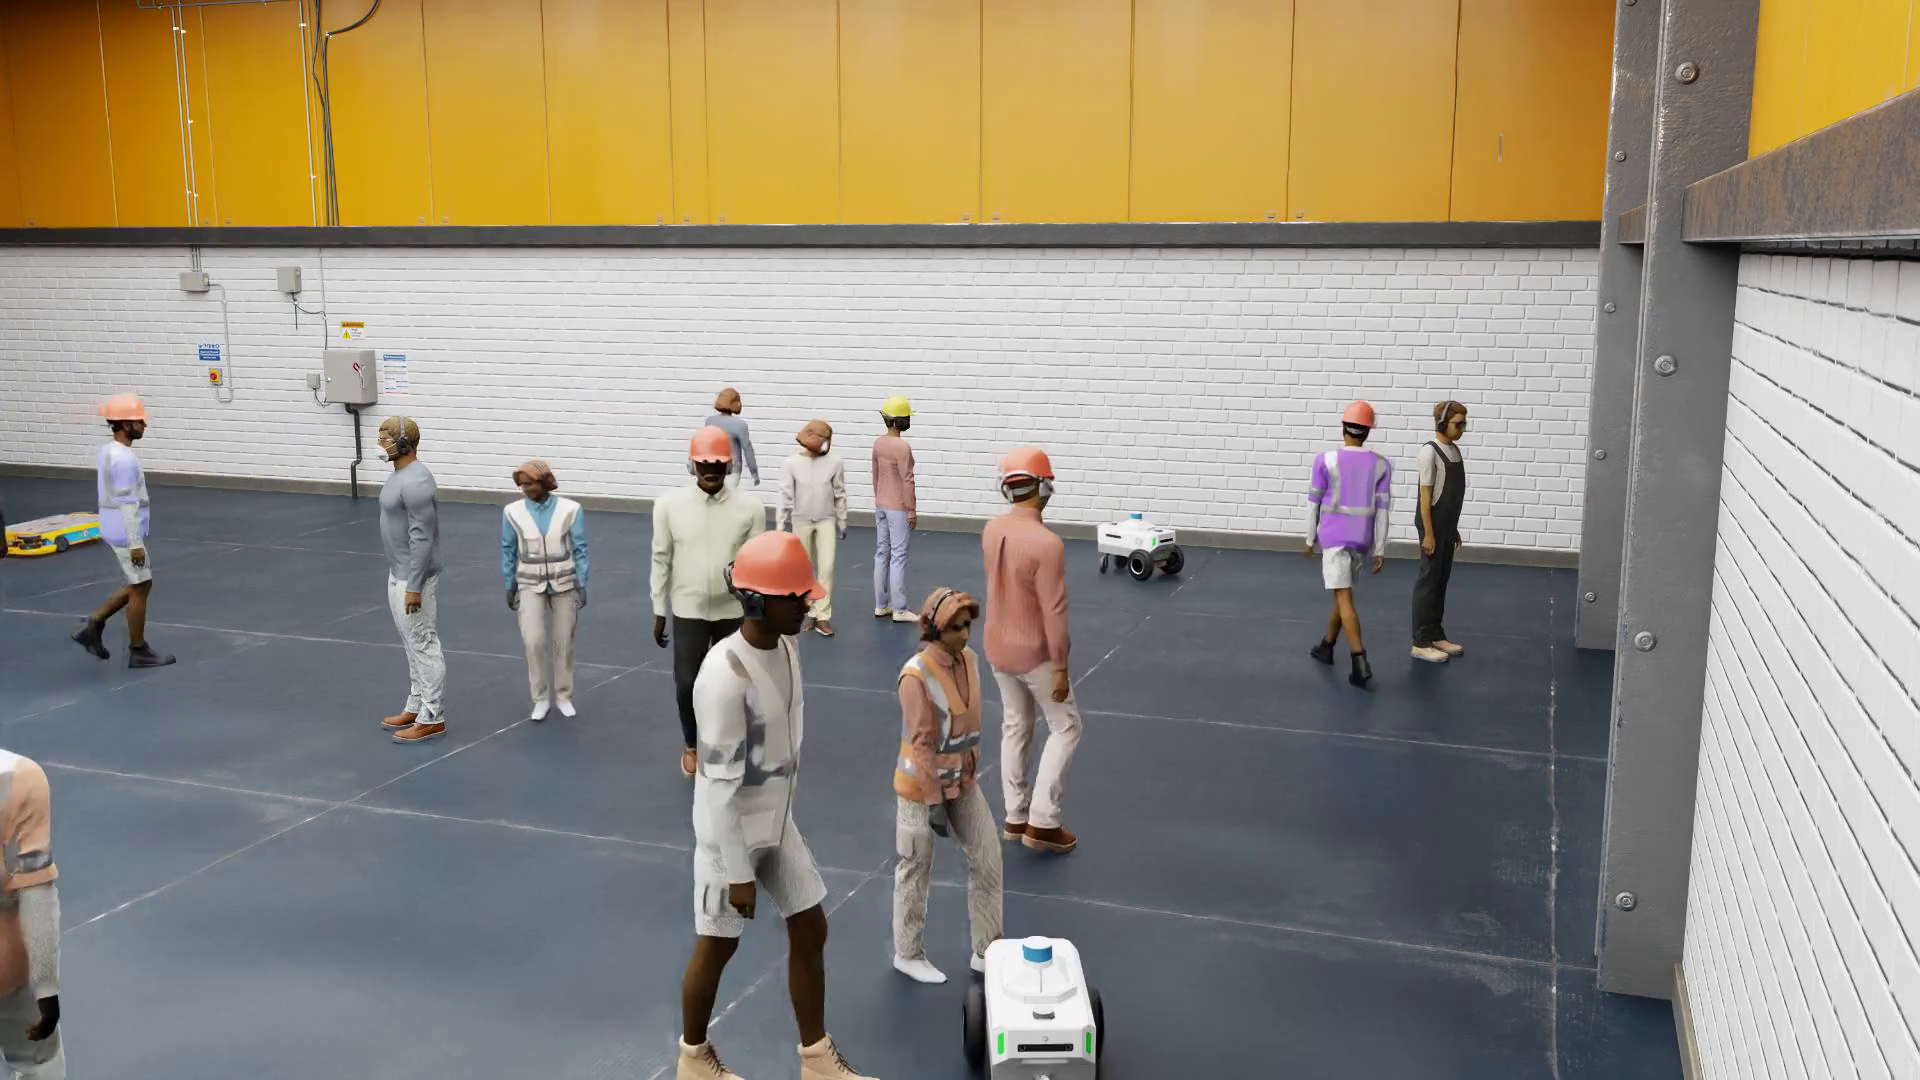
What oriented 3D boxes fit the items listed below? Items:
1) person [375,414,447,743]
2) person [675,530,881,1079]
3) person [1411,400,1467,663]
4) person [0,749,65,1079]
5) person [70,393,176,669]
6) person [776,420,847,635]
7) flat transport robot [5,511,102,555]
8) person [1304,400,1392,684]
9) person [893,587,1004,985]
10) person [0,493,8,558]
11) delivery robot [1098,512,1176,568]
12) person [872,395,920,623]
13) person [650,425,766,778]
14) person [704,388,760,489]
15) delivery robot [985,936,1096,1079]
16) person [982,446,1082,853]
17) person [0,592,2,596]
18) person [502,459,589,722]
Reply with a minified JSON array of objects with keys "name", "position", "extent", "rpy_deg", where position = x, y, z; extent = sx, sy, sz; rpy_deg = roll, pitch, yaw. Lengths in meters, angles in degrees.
[{"name":"person","position":[-3.258,0.224,9.849],"extent":[0.372,1.940,0.631],"rpy_deg":[-5,11,-28]},{"name":"person","position":[-0.606,0.960,5.494],"extent":[0.873,2.003,0.620],"rpy_deg":[4,11,22]},{"name":"person","position":[3.405,-0.070,11.770],"extent":[0.345,1.844,0.507],"rpy_deg":[8,13,37]},{"name":"person","position":[-2.787,1.162,4.664],"extent":[0.587,1.908,0.578],"rpy_deg":[-2,10,-11]},{"name":"person","position":[-5.766,-0.044,11.415],"extent":[0.547,1.924,0.544],"rpy_deg":[-6,12,-32]},{"name":"person","position":[-1.117,-0.083,12.506],"extent":[0.571,1.614,0.523],"rpy_deg":[-2,10,-9]},{"name":"flat transport robot","position":[-8.802,-0.074,16.216],"extent":[0.652,0.197,1.431],"rpy_deg":[2,10,12]},{"name":"person","position":[2.654,0.002,11.275],"extent":[0.542,1.883,1.000],"rpy_deg":[-2,10,-10]},{"name":"person","position":[-0.002,0.985,6.464],"extent":[0.671,1.612,0.516],"rpy_deg":[7,12,34]},{"name":"person","position":[-7.010,-0.066,11.667],"extent":[0.660,1.868,0.814],"rpy_deg":[-1,10,-5]},{"name":"delivery robot","position":[1.565,-0.010,14.796],"extent":[0.477,0.478,0.707],"rpy_deg":[-9,14,-43]},{"name":"person","position":[-0.494,-0.243,12.960],"extent":[0.314,1.769,0.524],"rpy_deg":[-7,12,-33]},{"name":"person","position":[-1.320,0.373,8.866],"extent":[0.639,1.983,0.440],"rpy_deg":[-2,10,-13]},{"name":"person","position":[-2.141,-0.640,15.688],"extent":[0.526,1.581,0.868],"rpy_deg":[7,12,35]},{"name":"delivery robot","position":[0.266,1.605,5.703],"extent":[0.477,0.478,0.707],"rpy_deg":[0,10,-2]},{"name":"person","position":[0.385,0.528,8.042],"extent":[0.524,1.976,0.629],"rpy_deg":[-7,12,-33]},{"name":"person","position":[-8.216,-0.519,13.734],"extent":[0.371,2.044,0.607],"rpy_deg":[-9,13,-41]},{"name":"person","position":[-2.535,0.323,10.206],"extent":[0.511,1.621,0.510],"rpy_deg":[-3,10,-15]}]
